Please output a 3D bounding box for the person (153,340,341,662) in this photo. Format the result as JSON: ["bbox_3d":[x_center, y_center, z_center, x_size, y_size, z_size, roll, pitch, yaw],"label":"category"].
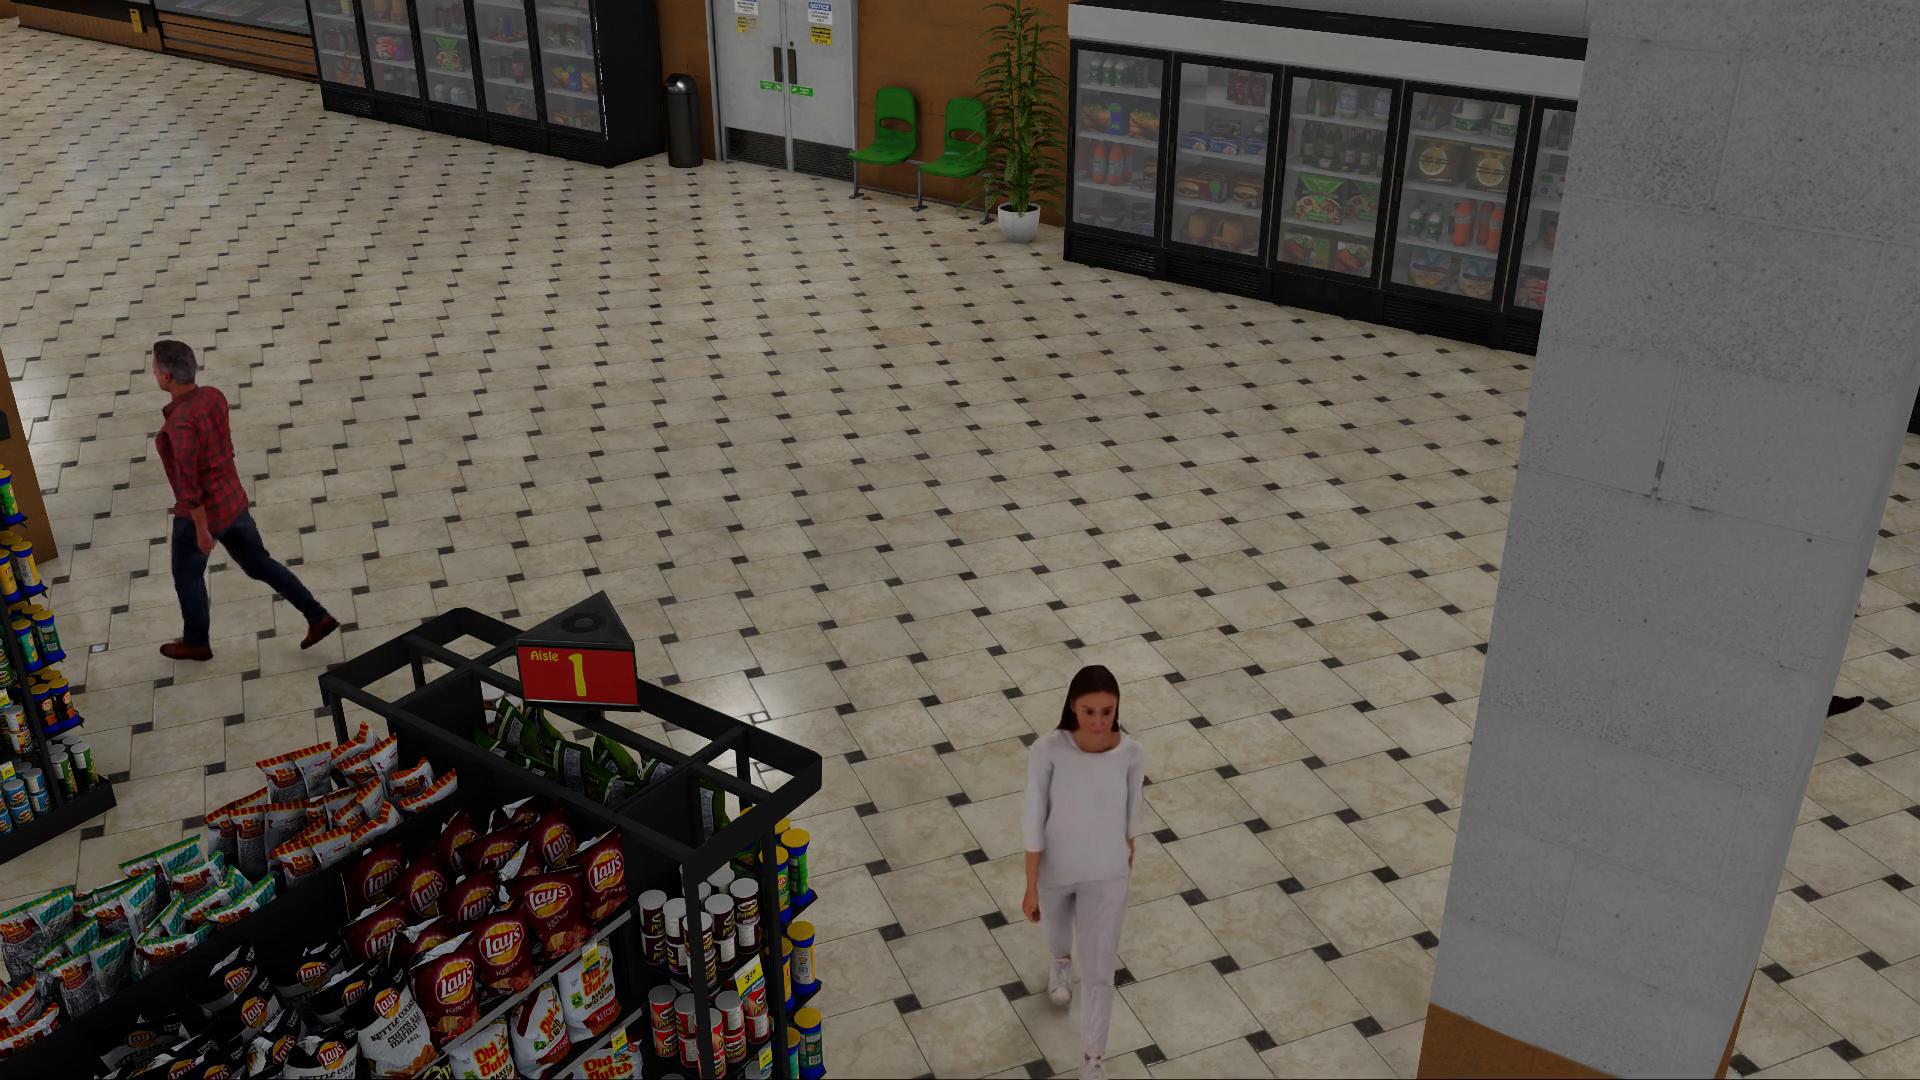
[{"bbox_3d":[-3.788,-0.152,8.642,1.163,1.791,1.264,3,27,5],"label":"person"}]

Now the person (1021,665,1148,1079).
[{"bbox_3d":[0.424,1.169,6.194,0.977,1.648,1.162,1,27,2],"label":"person"}]
